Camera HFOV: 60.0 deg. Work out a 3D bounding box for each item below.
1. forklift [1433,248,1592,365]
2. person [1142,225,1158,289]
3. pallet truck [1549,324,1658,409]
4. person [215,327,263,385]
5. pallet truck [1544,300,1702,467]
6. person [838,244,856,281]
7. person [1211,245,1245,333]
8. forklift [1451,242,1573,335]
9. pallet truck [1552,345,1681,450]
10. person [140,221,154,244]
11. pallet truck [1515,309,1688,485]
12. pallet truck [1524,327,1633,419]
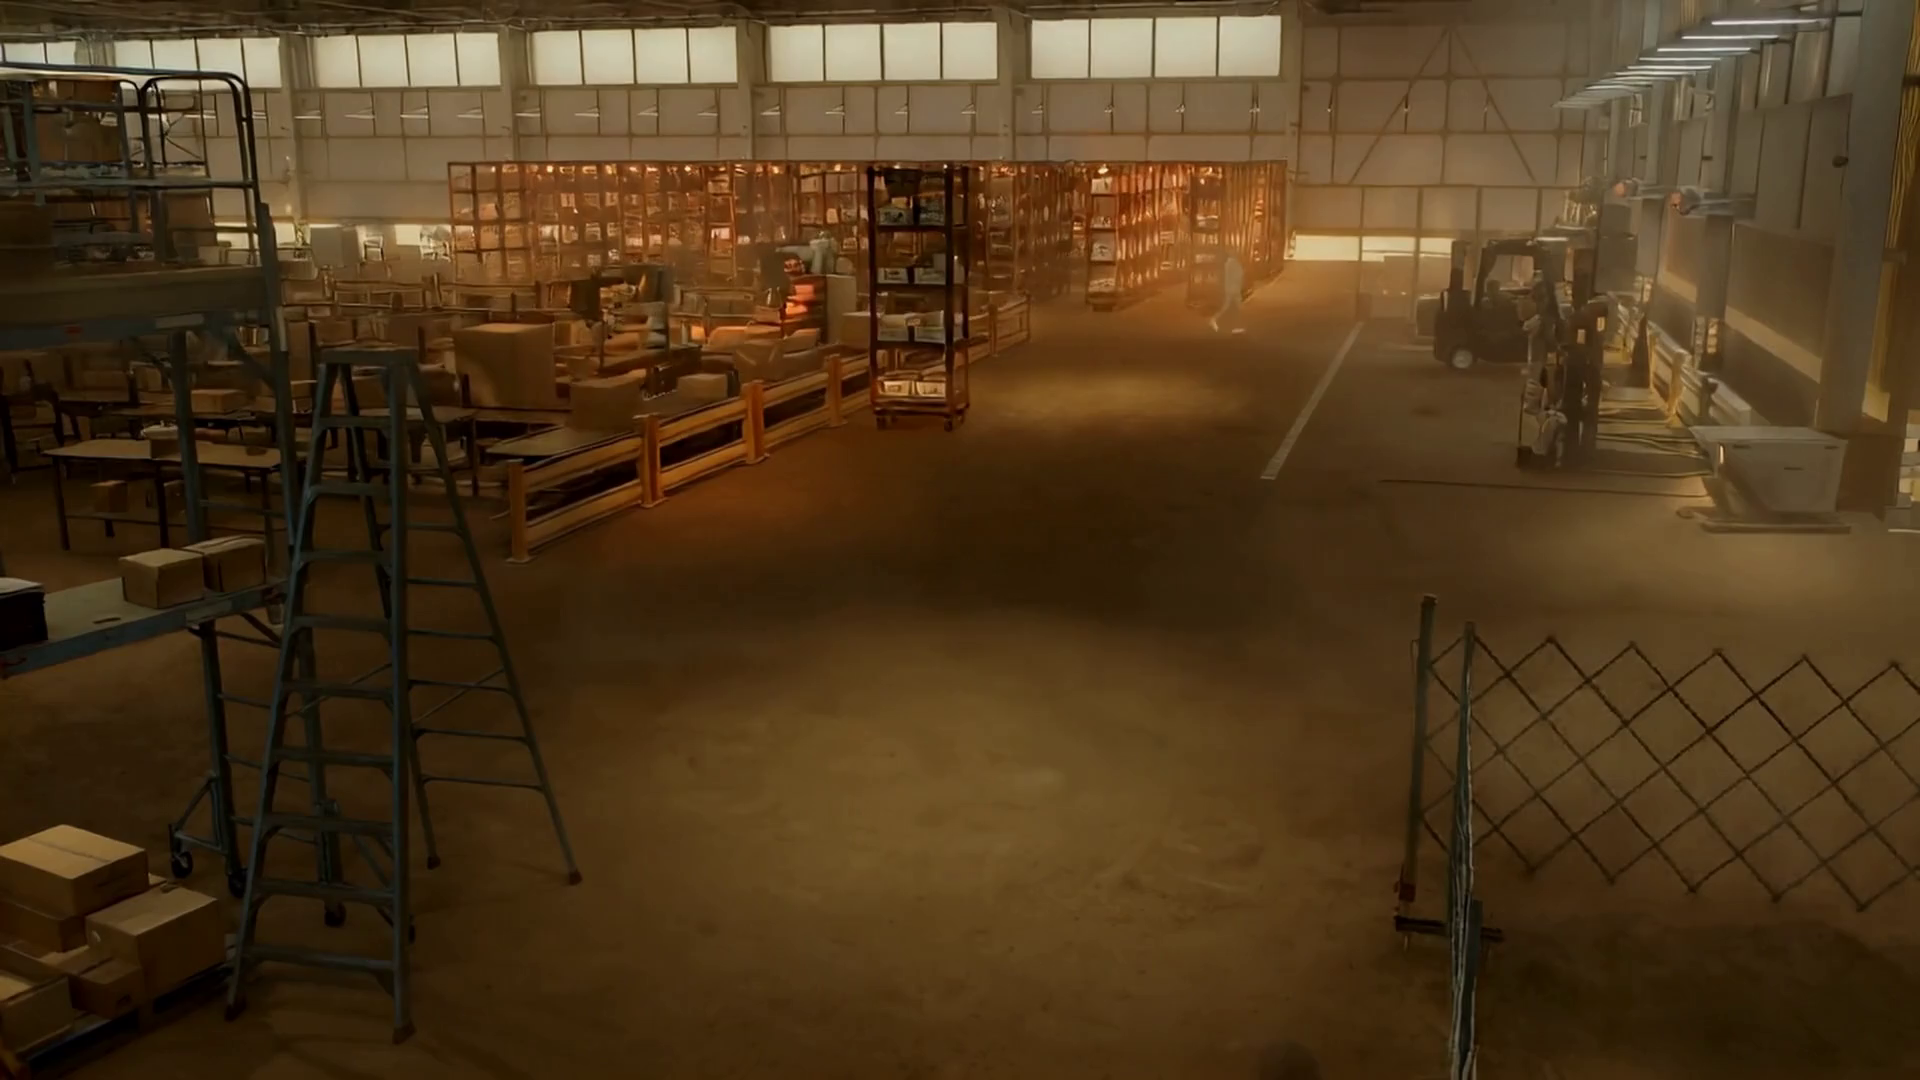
[{"bbox_3d":[9.780,-4.111,29.280,2.680,1.987,1.157,3,13,14],"label":"forklift"},{"bbox_3d":[5.306,-7.907,46.732,0.404,1.832,0.580,-7,15,-28],"label":"person"},{"bbox_3d":[9.824,-2.669,25.407,1.601,1.201,0.680,4,14,16],"label":"pallet truck"},{"bbox_3d":[-12.034,-3.364,27.316,0.518,1.732,0.880,11,17,41],"label":"person"},{"bbox_3d":[8.263,-1.952,20.631,1.885,1.965,0.823,5,14,20],"label":"pallet truck"},{"bbox_3d":[-2.657,-5.812,37.721,0.658,1.814,0.605,2,13,10],"label":"person"},{"bbox_3d":[5.793,-5.391,35.720,0.621,1.894,0.650,5,14,19],"label":"person"},{"bbox_3d":[10.464,-4.597,31.405,2.680,1.987,1.157,4,14,16],"label":"forklift"},{"bbox_3d":[8.641,-1.896,21.908,1.630,1.274,0.653,4,14,16],"label":"pallet truck"},{"bbox_3d":[-23.012,-8.109,47.372,0.638,1.927,0.839,-11,17,-40],"label":"person"},{"bbox_3d":[7.554,-1.677,19.446,1.885,1.965,0.823,3,13,14],"label":"pallet truck"},{"bbox_3d":[9.065,-2.460,24.370,1.522,1.261,0.704,3,13,14],"label":"pallet truck"}]
